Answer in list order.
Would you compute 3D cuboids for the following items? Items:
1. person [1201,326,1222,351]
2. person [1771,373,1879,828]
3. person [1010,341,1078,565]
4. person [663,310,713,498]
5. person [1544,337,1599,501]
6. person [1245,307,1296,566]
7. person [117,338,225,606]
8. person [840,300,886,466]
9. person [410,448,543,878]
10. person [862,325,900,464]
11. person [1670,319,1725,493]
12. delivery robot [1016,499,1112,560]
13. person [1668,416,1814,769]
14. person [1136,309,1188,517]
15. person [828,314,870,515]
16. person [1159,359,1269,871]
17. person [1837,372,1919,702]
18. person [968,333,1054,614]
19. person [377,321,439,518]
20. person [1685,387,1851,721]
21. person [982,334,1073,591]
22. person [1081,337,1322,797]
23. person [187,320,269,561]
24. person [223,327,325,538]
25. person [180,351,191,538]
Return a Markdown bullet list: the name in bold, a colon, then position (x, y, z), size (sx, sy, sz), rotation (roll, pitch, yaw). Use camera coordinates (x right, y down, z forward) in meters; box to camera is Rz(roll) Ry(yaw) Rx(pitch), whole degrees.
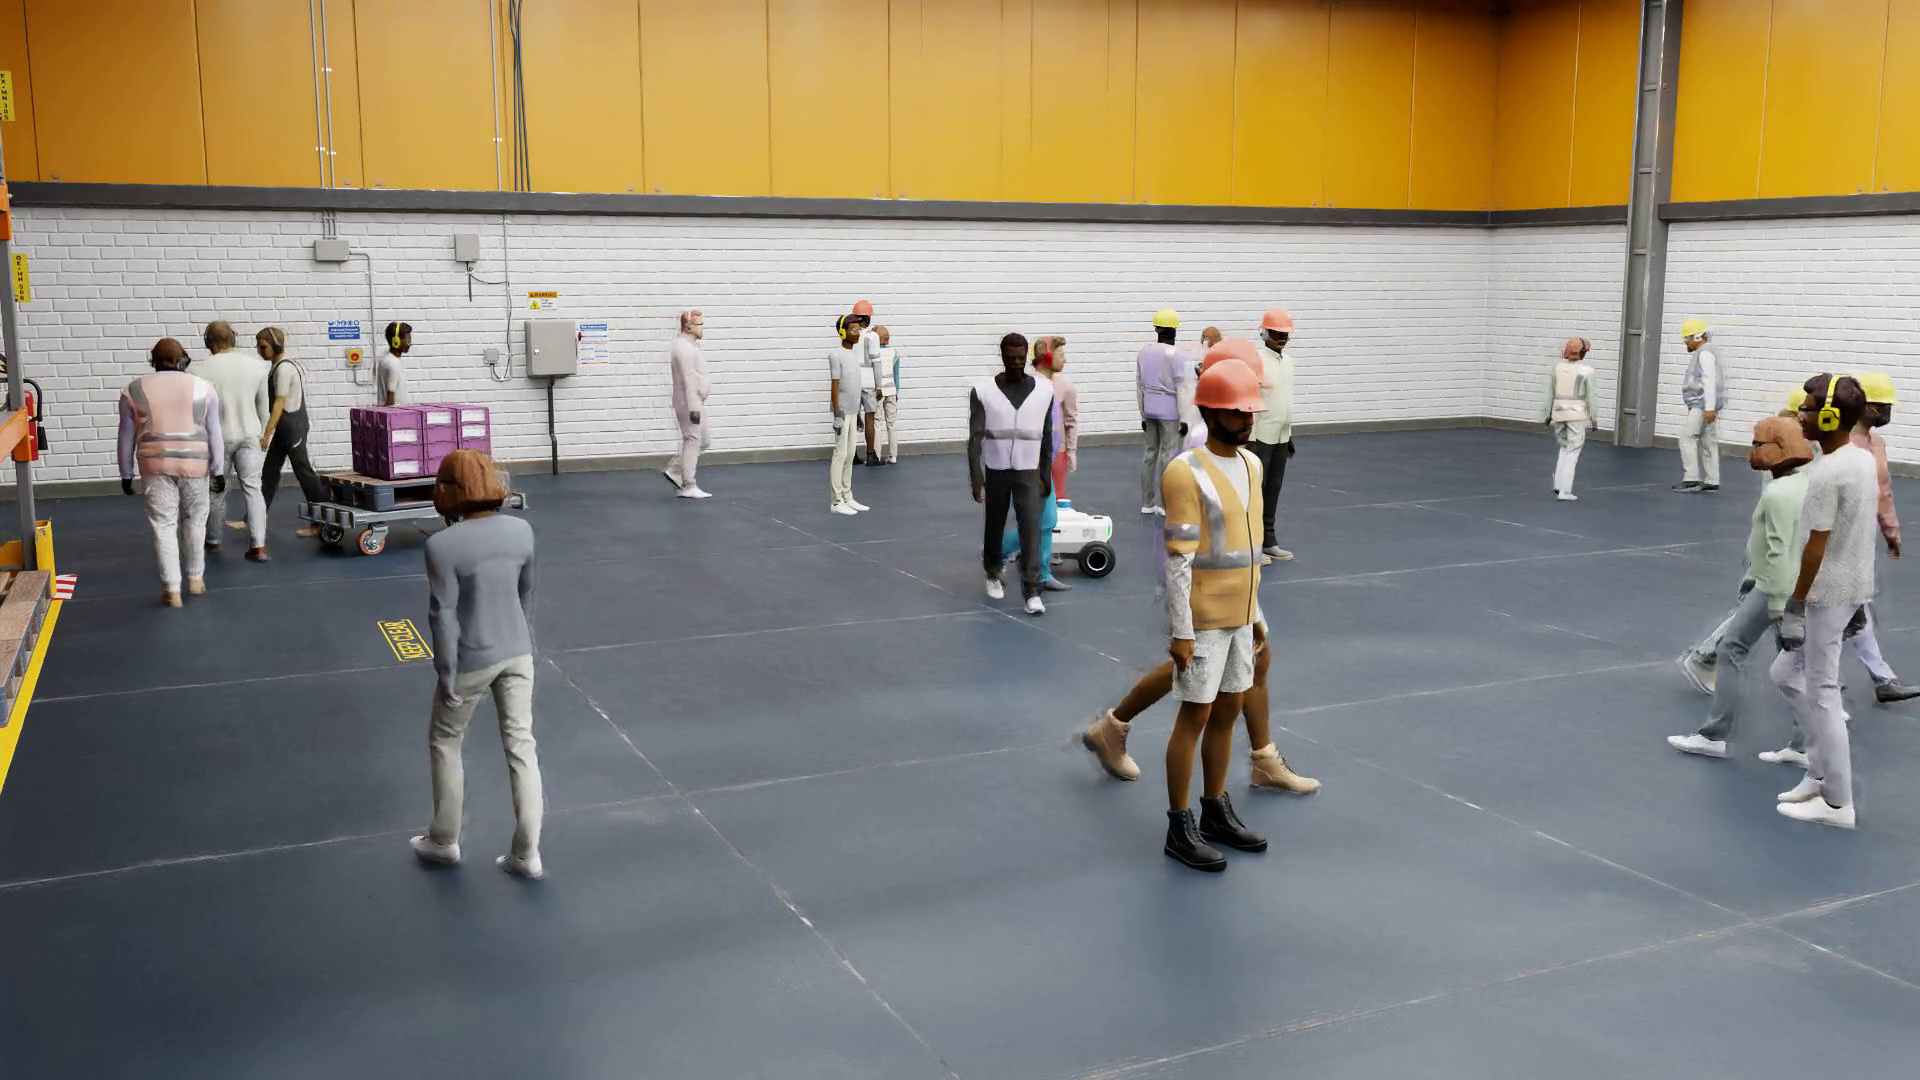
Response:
- **person**: position (3.147, -1.817, 20.375), size (0.438, 1.605, 0.518), rotation (1, 9, 9)
- **person**: position (3.514, 0.248, 6.800), size (0.499, 1.856, 0.535), rotation (9, 13, 43)
- **person**: position (0.645, -0.677, 12.871), size (0.563, 1.766, 0.343), rotation (4, 10, 21)
- **person**: position (-2.694, -1.356, 16.679), size (0.443, 1.893, 0.649), rotation (-1, 9, -4)
- **person**: position (6.090, -1.195, 16.497), size (0.473, 1.617, 0.539), rotation (-7, 11, -35)
- **person**: position (2.413, -0.805, 12.925), size (0.391, 1.990, 0.623), rotation (9, 13, 43)
- **person**: position (-5.448, -0.483, 11.499), size (0.664, 1.802, 0.841), rotation (-5, 10, -26)
- **person**: position (-1.132, -1.825, 19.425), size (0.543, 1.938, 0.357), rotation (5, 11, 29)
- **person**: position (-1.845, 0.457, 6.282), size (0.697, 1.612, 0.513), rotation (8, 12, 40)
- **person**: position (-0.923, -1.691, 19.518), size (0.514, 1.641, 0.307), rotation (-7, 11, -37)
- **person**: position (7.567, -1.372, 17.068), size (0.599, 1.792, 0.623), rotation (5, 10, 26)
- **delivery robot**: position (0.775, -0.062, 12.474), size (0.707, 0.478, 0.477), rotation (0, 9, -1)
- **person**: position (3.655, 0.235, 7.668), size (0.723, 1.606, 0.504), rotation (8, 12, 42)
- **person**: position (1.885, -1.172, 15.410), size (0.364, 1.927, 0.587), rotation (-8, 12, -40)
- **person**: position (-1.047, -1.178, 15.617), size (0.327, 1.874, 0.520), rotation (3, 10, 21)
- **person**: position (1.003, 0.280, 6.362), size (0.359, 1.936, 0.552), rotation (9, 12, 43)
- **person**: position (4.826, -0.010, 8.791), size (0.537, 1.733, 0.813), rotation (-7, 12, -39)
- **person**: position (0.340, -0.466, 11.242), size (0.612, 1.865, 1.030), rotation (-2, 9, -10)
- **person**: position (-5.224, -1.062, 15.052), size (0.834, 1.827, 0.559), rotation (-5, 10, -26)
- **person**: position (4.209, 0.038, 8.608), size (0.522, 1.707, 0.800), rotation (-6, 11, -35)
- **person**: position (0.495, -0.523, 11.665), size (0.548, 1.829, 0.602), rotation (0, 9, 3)
- **person**: position (1.037, 0.119, 7.212), size (1.017, 2.002, 0.620), rotation (3, 10, 19)
- **person**: position (-5.778, -0.785, 13.168), size (0.644, 1.889, 0.996), rotation (-7, 12, -39)
- **person**: position (-5.798, -0.887, 14.043), size (0.899, 1.792, 0.510), rotation (-6, 11, -31)
- **person**: position (-6.255, -0.708, 13.291), size (0.529, 1.677, 0.485), rotation (-6, 11, -32)
